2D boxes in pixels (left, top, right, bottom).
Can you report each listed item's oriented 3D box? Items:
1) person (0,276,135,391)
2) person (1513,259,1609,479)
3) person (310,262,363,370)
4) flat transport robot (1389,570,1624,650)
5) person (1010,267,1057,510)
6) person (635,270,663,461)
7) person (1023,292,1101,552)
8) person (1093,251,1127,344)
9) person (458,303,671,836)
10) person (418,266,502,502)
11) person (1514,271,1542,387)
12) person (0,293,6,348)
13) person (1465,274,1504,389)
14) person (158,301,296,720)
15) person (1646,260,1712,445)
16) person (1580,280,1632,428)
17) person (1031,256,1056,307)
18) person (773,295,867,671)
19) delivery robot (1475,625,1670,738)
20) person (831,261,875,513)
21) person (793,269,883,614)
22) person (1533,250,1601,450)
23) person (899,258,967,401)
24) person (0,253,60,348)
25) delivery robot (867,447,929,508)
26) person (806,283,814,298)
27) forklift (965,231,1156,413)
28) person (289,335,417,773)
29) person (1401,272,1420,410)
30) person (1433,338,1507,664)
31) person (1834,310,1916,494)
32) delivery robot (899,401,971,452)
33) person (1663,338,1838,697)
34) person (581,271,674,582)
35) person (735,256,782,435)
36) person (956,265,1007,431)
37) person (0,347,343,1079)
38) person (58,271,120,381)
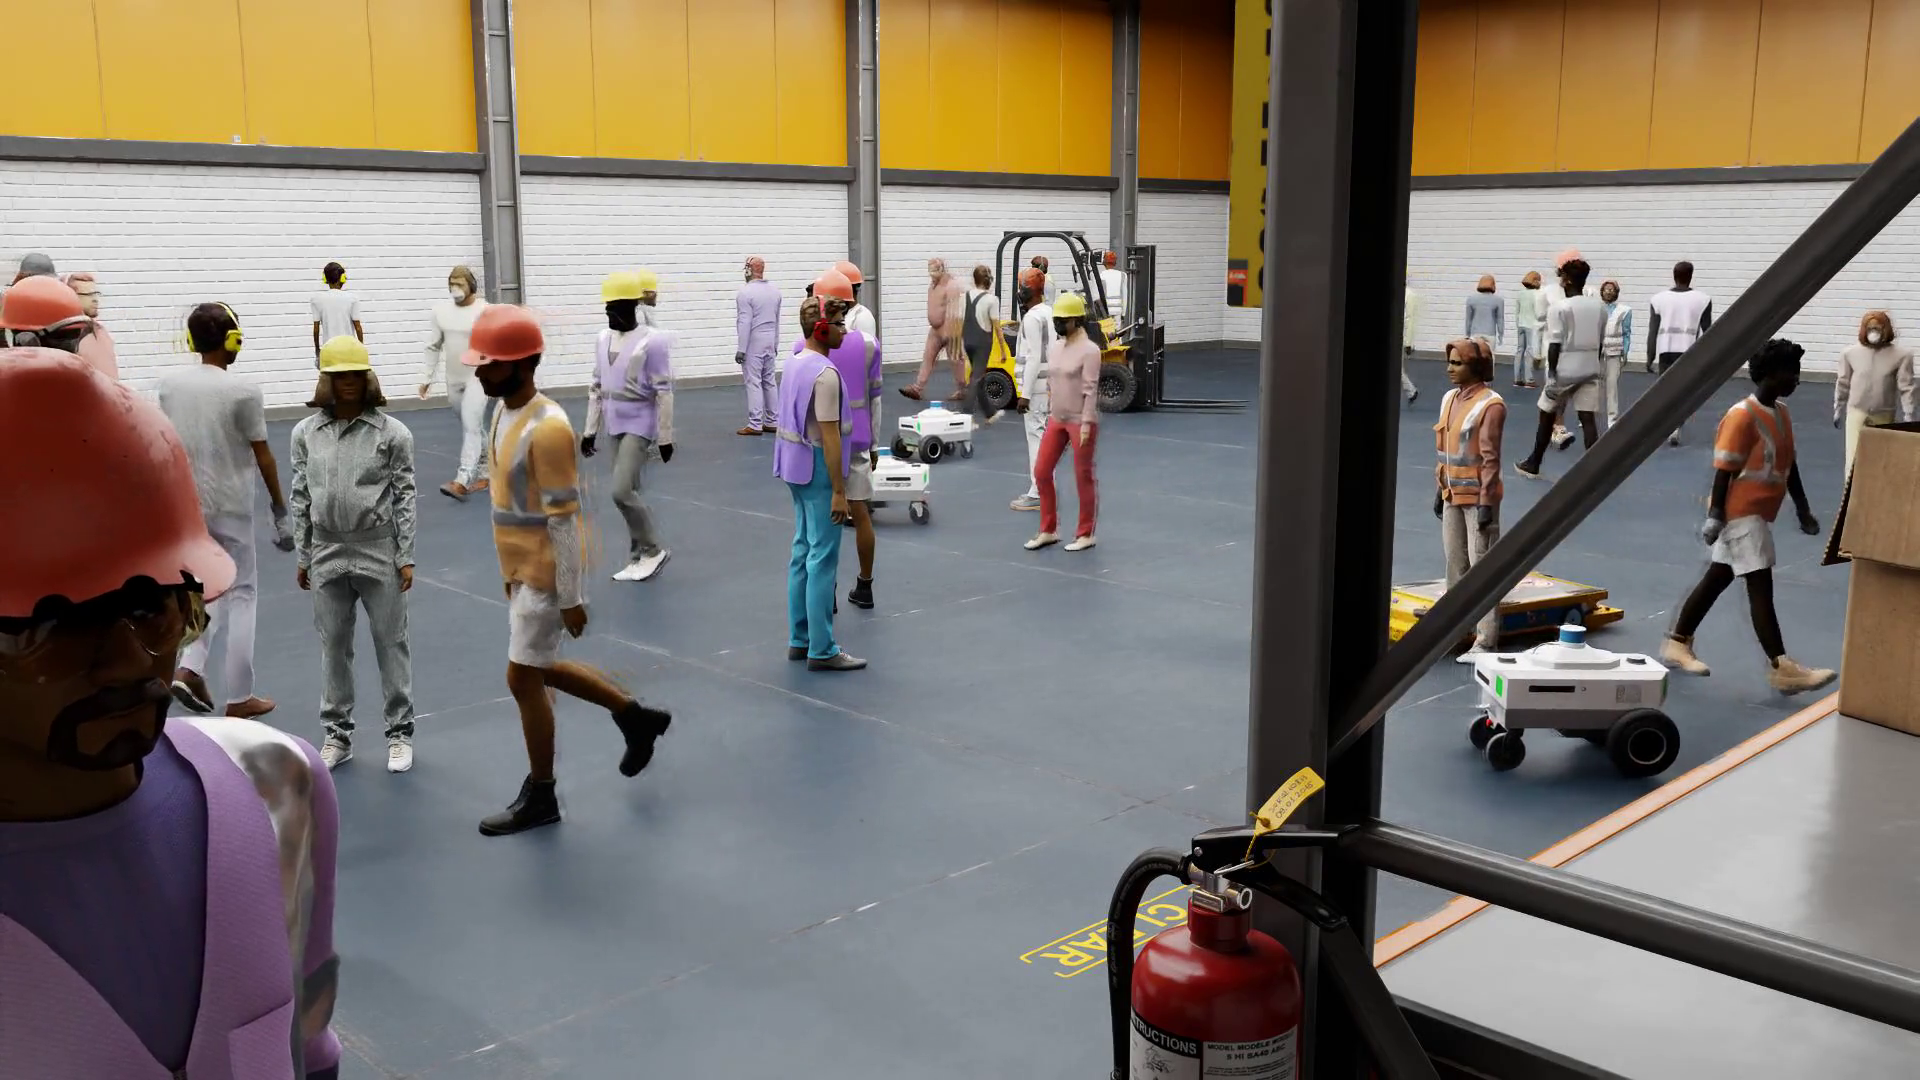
[{"bbox_3d":[-3.036,0.103,5.701,0.376,1.997,0.610,3,11,16],"label":"person"},{"bbox_3d":[5.224,-1.447,14.348,0.633,1.919,0.945,-3,11,-17],"label":"person"},{"bbox_3d":[-6.311,-1.890,16.937,0.520,1.865,0.327,-1,10,-7],"label":"person"},{"bbox_3d":[2.844,0.362,8.999,1.431,0.197,0.652,-6,12,-29],"label":"flat transport robot"},{"bbox_3d":[0.588,-1.172,12.960,0.354,1.886,0.572,3,11,18],"label":"person"},{"bbox_3d":[-3.054,-1.671,15.944,0.437,1.792,0.652,-2,11,-12],"label":"person"},{"bbox_3d":[0.682,-0.774,11.151,0.593,1.750,0.544,-9,14,-41],"label":"person"},{"bbox_3d":[2.299,-3.492,25.617,0.574,1.883,0.355,-4,11,-21],"label":"person"},{"bbox_3d":[-1.424,0.094,6.024,0.751,1.905,0.577,-6,12,-30],"label":"person"},{"bbox_3d":[-4.030,-1.273,13.527,0.653,1.881,1.037,3,11,17],"label":"person"},{"bbox_3d":[8.010,-2.962,23.409,0.284,1.633,0.498,-4,11,-21],"label":"person"},{"bbox_3d":[-9.331,-1.751,15.877,0.624,1.971,0.720,1,10,4],"label":"person"},{"bbox_3d":[7.001,-2.737,22.234,0.496,1.615,0.412,4,11,19],"label":"person"},{"bbox_3d":[-3.224,-0.112,7.282,0.546,1.848,0.406,4,11,19],"label":"person"},{"bbox_3d":[7.410,-1.935,17.152,0.605,1.884,0.963,5,12,27],"label":"person"},{"bbox_3d":[7.160,-2.060,18.462,0.514,1.645,0.309,5,12,26],"label":"person"},{"bbox_3d":[1.112,-3.055,23.348,0.429,1.844,0.626,-3,11,-16],"label":"person"},{"bbox_3d":[-0.712,-0.278,8.190,0.375,1.843,0.575,-5,11,-25],"label":"person"},{"bbox_3d":[2.465,0.589,6.733,0.707,0.478,0.477,0,10,2],"label":"delivery robot"},{"bbox_3d":[-0.855,-1.155,12.730,0.352,1.934,0.552,-6,12,-28],"label":"person"},{"bbox_3d":[-0.705,-0.550,9.419,0.543,1.939,0.361,-6,12,-29],"label":"person"},{"bbox_3d":[6.090,-1.895,16.649,0.617,1.977,1.078,0,10,1],"label":"person"},{"bbox_3d":[-0.299,-2.680,21.323,0.998,1.835,0.711,-6,12,-30],"label":"person"},{"bbox_3d":[-7.769,-1.460,14.105,1.057,2.000,0.688,-7,13,-35],"label":"person"},{"bbox_3d":[-0.581,-0.447,12.381,0.707,0.478,0.477,-1,10,-2],"label":"delivery robot"},{"bbox_3d":[-1.294,-1.594,15.806,0.329,1.687,0.538,-10,14,-42],"label":"person"},{"bbox_3d":[1.222,-2.721,20.561,2.313,2.155,1.214,2,11,13],"label":"forklift"},{"bbox_3d":[-2.397,0.066,6.594,0.487,1.746,0.287,-1,10,-3],"label":"person"},{"bbox_3d":[5.232,-2.418,19.962,0.455,1.819,0.593,-3,11,-18],"label":"person"},{"bbox_3d":[2.554,-0.199,8.361,0.318,1.630,0.513,-3,11,-14],"label":"person"},{"bbox_3d":[6.917,-0.949,12.586,0.555,1.582,0.905,6,12,28],"label":"person"},{"bbox_3d":[-0.231,-1.079,15.828,0.707,0.478,0.477,-9,14,-40],"label":"delivery robot"},{"bbox_3d":[3.765,-0.124,7.852,0.851,1.646,0.533,10,14,42],"label":"person"},{"bbox_3d":[-2.056,-0.683,10.219,0.597,1.911,0.426,10,14,44],"label":"person"},{"bbox_3d":[-2.191,-2.075,17.827,0.405,1.906,0.653,6,12,31],"label":"person"},{"bbox_3d":[0.271,-2.113,18.329,0.539,1.794,0.946,9,14,41],"label":"person"},{"bbox_3d":[-0.743,0.850,1.503,0.379,2.041,0.616,5,12,26],"label":"person"},{"bbox_3d":[-5.506,-0.733,10.509,0.403,1.906,0.647,1,10,3],"label":"person"}]
